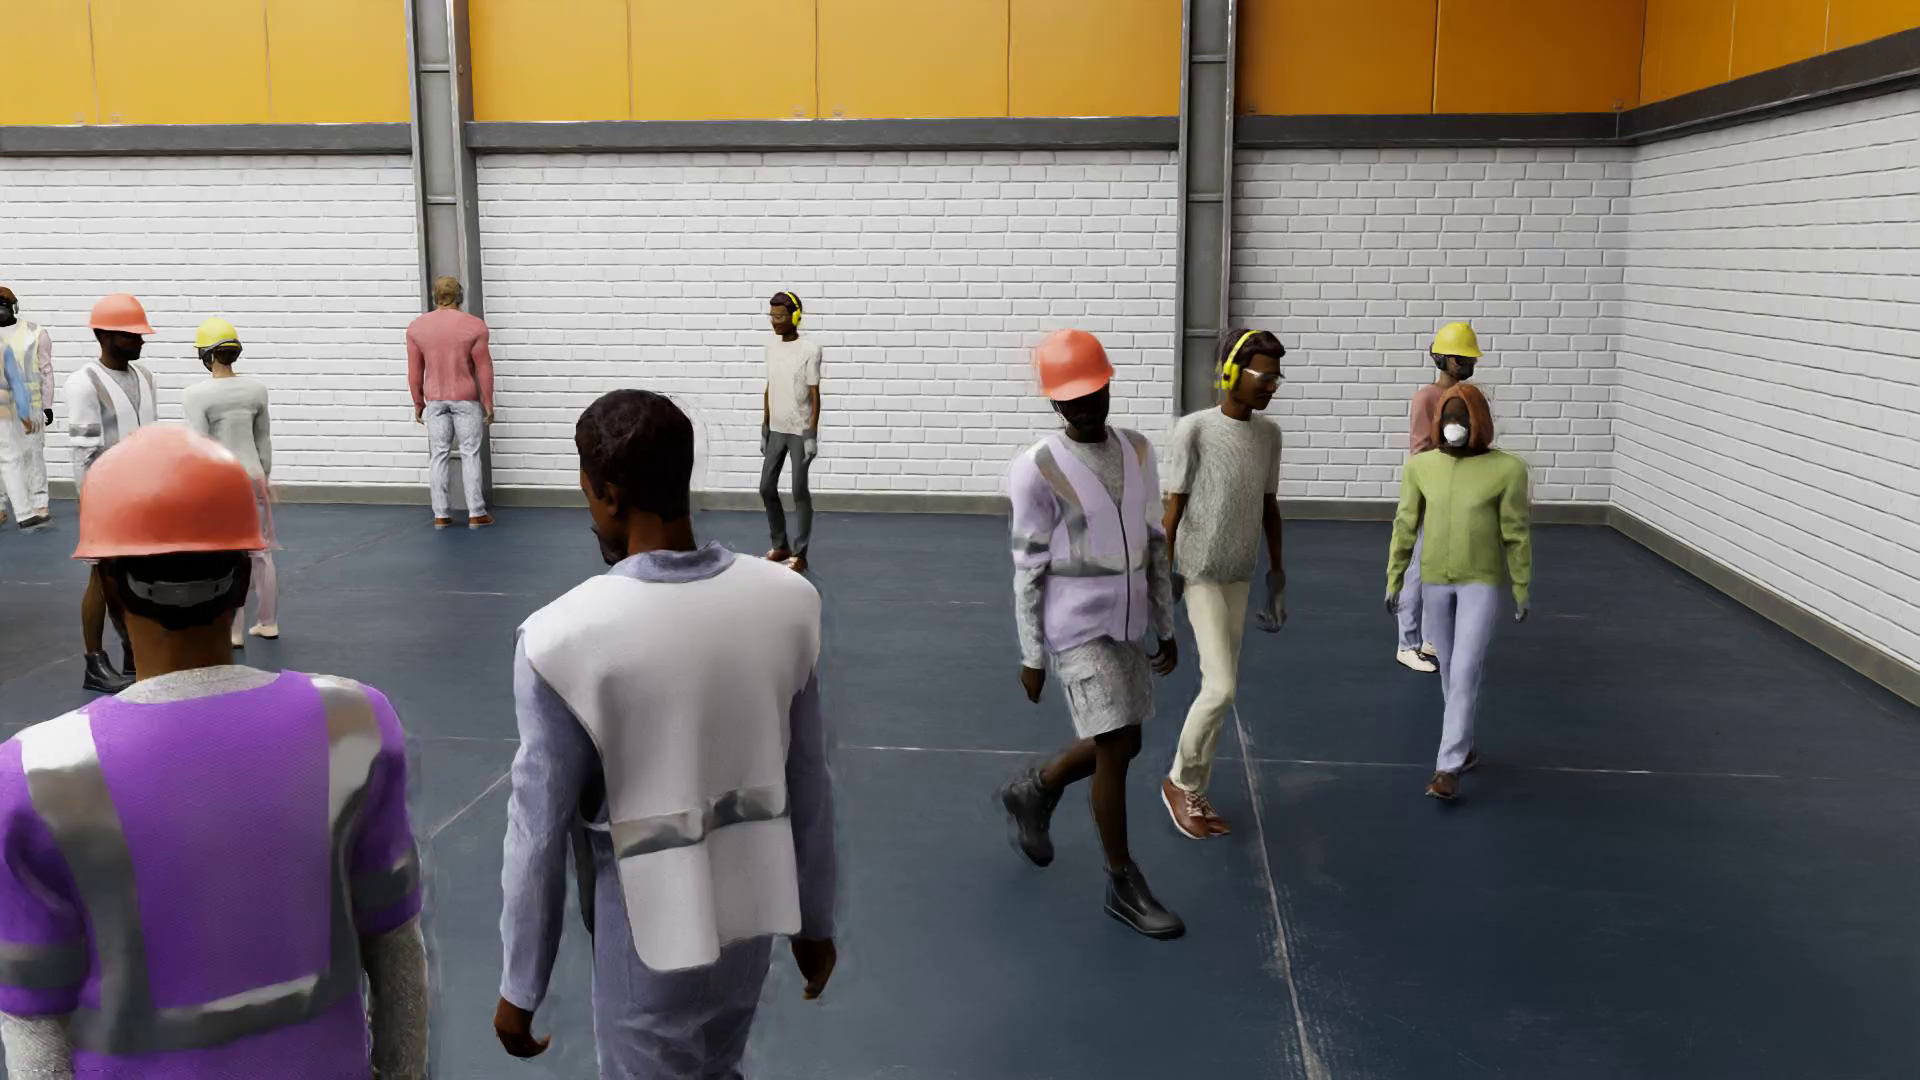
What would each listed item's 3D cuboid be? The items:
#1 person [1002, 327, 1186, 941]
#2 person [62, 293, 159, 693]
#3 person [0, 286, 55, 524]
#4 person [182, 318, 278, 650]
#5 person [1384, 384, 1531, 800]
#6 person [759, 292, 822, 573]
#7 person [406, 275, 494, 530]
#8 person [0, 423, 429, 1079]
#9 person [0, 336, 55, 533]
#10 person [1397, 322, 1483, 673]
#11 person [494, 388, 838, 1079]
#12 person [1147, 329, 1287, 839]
[{"bbox_3d":[0.413,0.269,5.303,0.571,1.891,0.800,-8,13,-39],"label":"person"},{"bbox_3d":[-4.039,-0.225,8.063,0.421,1.925,0.558,2,10,12],"label":"person"},{"bbox_3d":[-7.397,-1.045,12.961,0.625,1.846,0.429,-4,11,-21],"label":"person"},{"bbox_3d":[-3.920,-0.299,8.909,0.311,1.768,0.533,5,11,26],"label":"person"},{"bbox_3d":[1.904,0.200,6.491,0.530,1.598,0.787,8,13,38],"label":"person"},{"bbox_3d":[-1.131,-0.694,10.926,0.533,1.858,0.345,7,12,34],"label":"person"},{"bbox_3d":[-3.861,-1.041,12.669,0.635,1.936,0.355,0,10,0],"label":"person"},{"bbox_3d":[-0.922,0.807,2.194,0.547,1.909,0.770,-9,13,-42],"label":"person"},{"bbox_3d":[-7.281,-0.922,12.439,0.729,1.782,0.440,-7,12,-35],"label":"person"},{"bbox_3d":[2.468,-0.217,8.442,0.531,1.767,0.328,-8,13,-40],"label":"person"},{"bbox_3d":[-0.488,0.688,2.900,0.445,1.895,0.599,9,13,41],"label":"person"},{"bbox_3d":[0.951,0.167,6.006,0.549,1.844,0.466,-7,12,-34],"label":"person"}]
